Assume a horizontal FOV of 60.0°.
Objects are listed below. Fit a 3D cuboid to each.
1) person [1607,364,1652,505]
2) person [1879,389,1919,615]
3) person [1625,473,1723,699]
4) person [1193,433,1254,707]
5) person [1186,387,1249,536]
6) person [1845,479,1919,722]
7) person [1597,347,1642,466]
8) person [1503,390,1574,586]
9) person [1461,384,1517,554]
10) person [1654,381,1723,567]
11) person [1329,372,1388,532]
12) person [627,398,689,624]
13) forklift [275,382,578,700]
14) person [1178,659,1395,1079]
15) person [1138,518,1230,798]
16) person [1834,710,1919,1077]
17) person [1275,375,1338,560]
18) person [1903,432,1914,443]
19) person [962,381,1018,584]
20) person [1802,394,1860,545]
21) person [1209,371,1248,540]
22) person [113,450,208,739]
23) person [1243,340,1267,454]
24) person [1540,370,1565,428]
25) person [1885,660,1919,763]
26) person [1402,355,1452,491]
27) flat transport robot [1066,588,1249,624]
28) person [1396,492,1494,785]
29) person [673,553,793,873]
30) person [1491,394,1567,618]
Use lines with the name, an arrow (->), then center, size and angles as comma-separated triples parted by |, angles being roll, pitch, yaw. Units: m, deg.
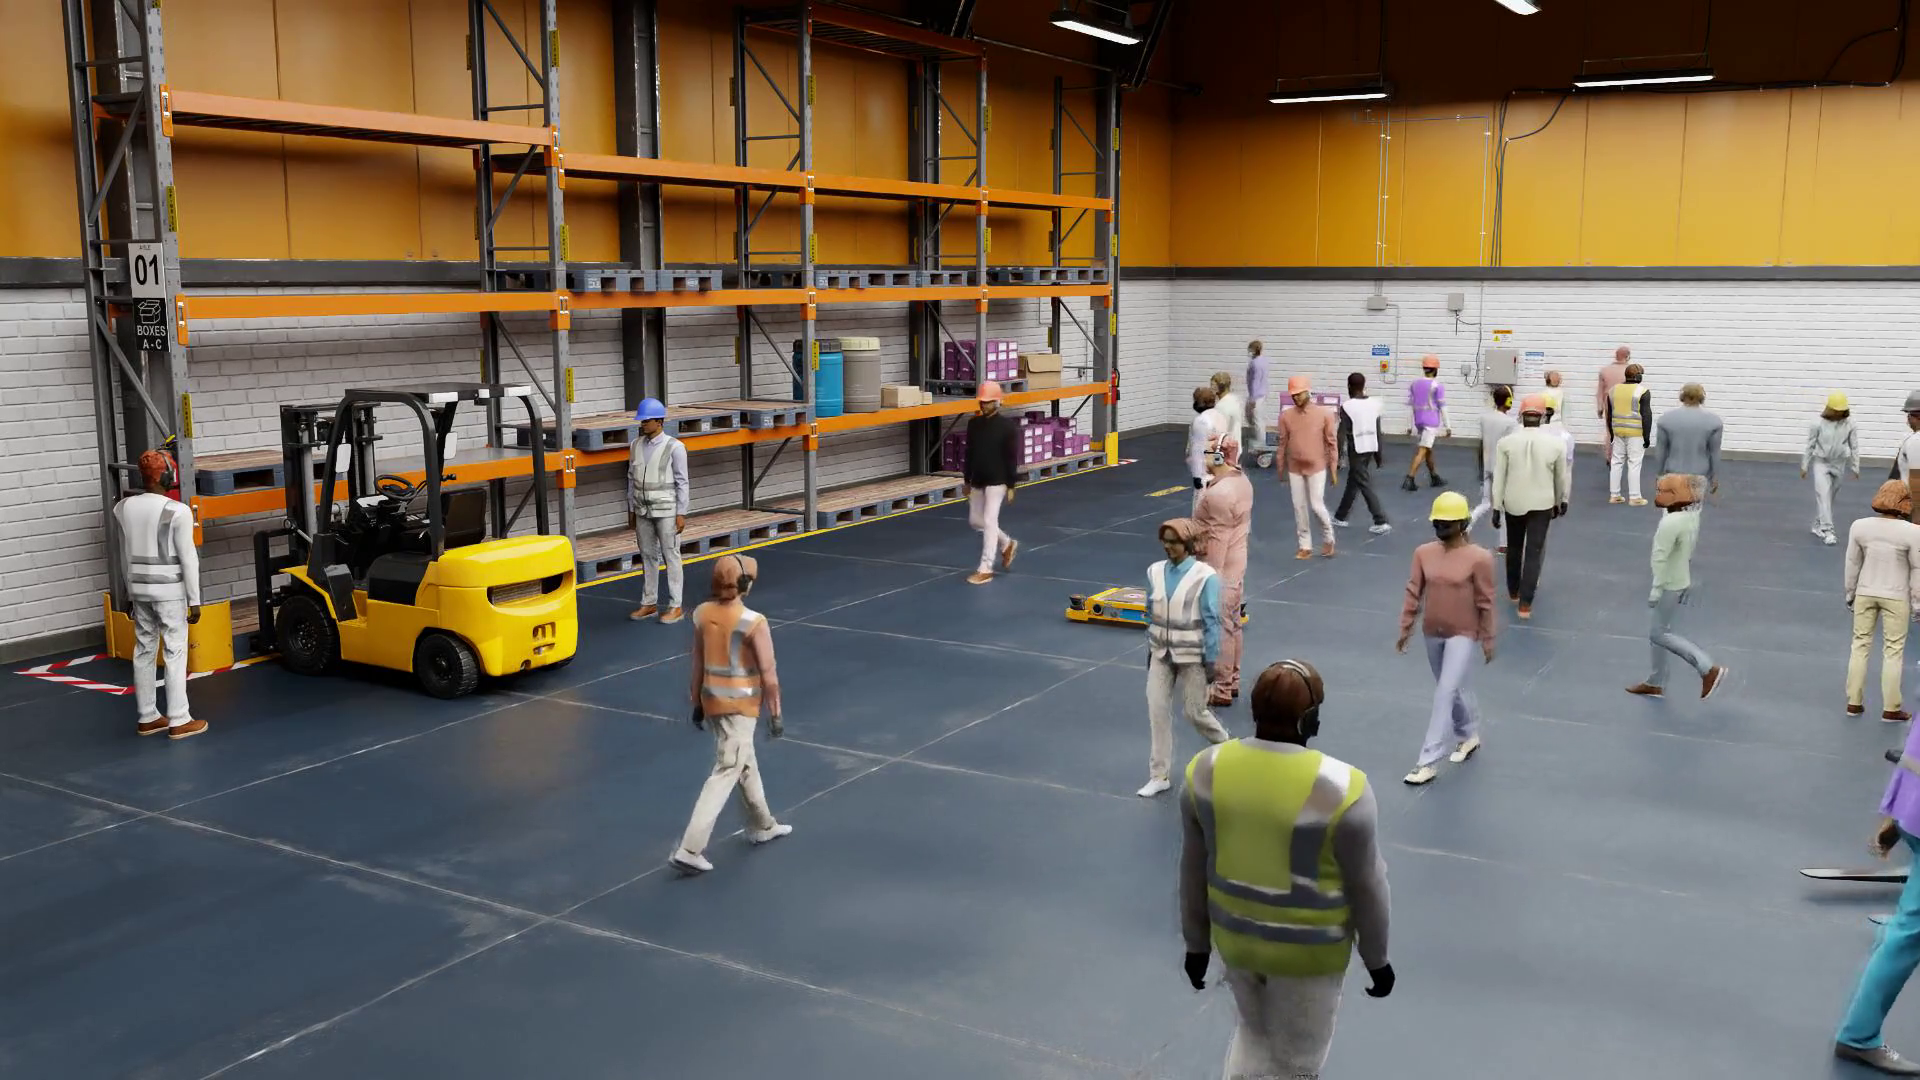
person -> 8.730, -1.371, 21.659 | 0.429, 1.844, 0.625 | -6, 11, -32
person -> 8.332, -0.334, 14.562 | 0.709, 2.000, 0.858 | -7, 11, -36
person -> 5.040, 0.342, 11.650 | 0.589, 1.619, 0.501 | 6, 11, 34
person -> 1.803, 0.206, 11.609 | 0.409, 1.908, 0.639 | 4, 10, 22
person -> 2.737, -0.734, 17.807 | 0.801, 1.815, 0.638 | 5, 10, 30
person -> 6.228, 0.404, 11.219 | 0.274, 1.632, 0.503 | -7, 12, -38
person -> 10.221, -2.037, 25.688 | 0.642, 1.882, 0.742 | 8, 12, 42
person -> 5.494, -0.463, 15.787 | 0.608, 1.907, 0.714 | 1, 9, 8
person -> 5.662, -0.737, 17.706 | 0.797, 1.847, 0.518 | -5, 10, -29
person -> 7.418, -0.657, 16.975 | 0.634, 1.923, 0.508 | 4, 10, 24
person -> 4.691, -1.029, 19.504 | 0.602, 1.864, 1.041 | -6, 11, -34
person -> -2.618, -0.252, 14.339 | 0.618, 1.945, 0.395 | 5, 10, 29
forklift -> -3.974, -0.067, 12.417 | 2.313, 2.155, 1.214 | 5, 11, 30
person -> 1.037, 1.270, 5.228 | 0.630, 1.826, 0.500 | 8, 12, 40
person -> 1.315, 0.660, 9.656 | 0.523, 1.616, 0.658 | 8, 12, 42
person -> 3.761, 1.131, 6.271 | 0.830, 1.782, 0.590 | 1, 9, 4
person -> 3.630, -0.753, 17.415 | 0.660, 1.959, 0.617 | 6, 11, 34
person -> 9.054, -0.377, 15.567 | 0.550, 1.808, 0.753 | 4, 10, 25
person -> 0.325, -0.582, 16.297 | 0.630, 1.975, 0.757 | 8, 12, 42
person -> 9.766, -0.810, 18.654 | 0.530, 1.680, 0.931 | 1, 9, 6
person -> 2.877, -0.950, 18.813 | 0.898, 1.902, 0.654 | 3, 9, 15
person -> -5.179, 0.356, 10.784 | 0.568, 1.878, 0.351 | 2, 9, 14
person -> 4.940, -2.375, 27.723 | 0.399, 1.909, 0.669 | 1, 9, 4
person -> 8.457, -1.604, 23.749 | 0.526, 1.633, 0.436 | -6, 11, -32
person -> 6.032, 0.469, 9.923 | 0.555, 1.922, 0.721 | -8, 12, -39
person -> 6.491, -1.628, 23.153 | 1.015, 1.892, 0.551 | -6, 11, -32
flat transport robot -> 1.693, 0.593, 14.281 | 1.431, 0.197, 0.652 | 5, 11, 30
person -> 2.934, 0.559, 9.995 | 0.905, 1.723, 0.541 | -8, 12, -41
person -> -1.169, 0.863, 8.474 | 0.531, 1.596, 0.861 | 8, 12, 41
person -> 5.043, -0.312, 14.754 | 0.600, 1.940, 1.027 | 4, 10, 25
